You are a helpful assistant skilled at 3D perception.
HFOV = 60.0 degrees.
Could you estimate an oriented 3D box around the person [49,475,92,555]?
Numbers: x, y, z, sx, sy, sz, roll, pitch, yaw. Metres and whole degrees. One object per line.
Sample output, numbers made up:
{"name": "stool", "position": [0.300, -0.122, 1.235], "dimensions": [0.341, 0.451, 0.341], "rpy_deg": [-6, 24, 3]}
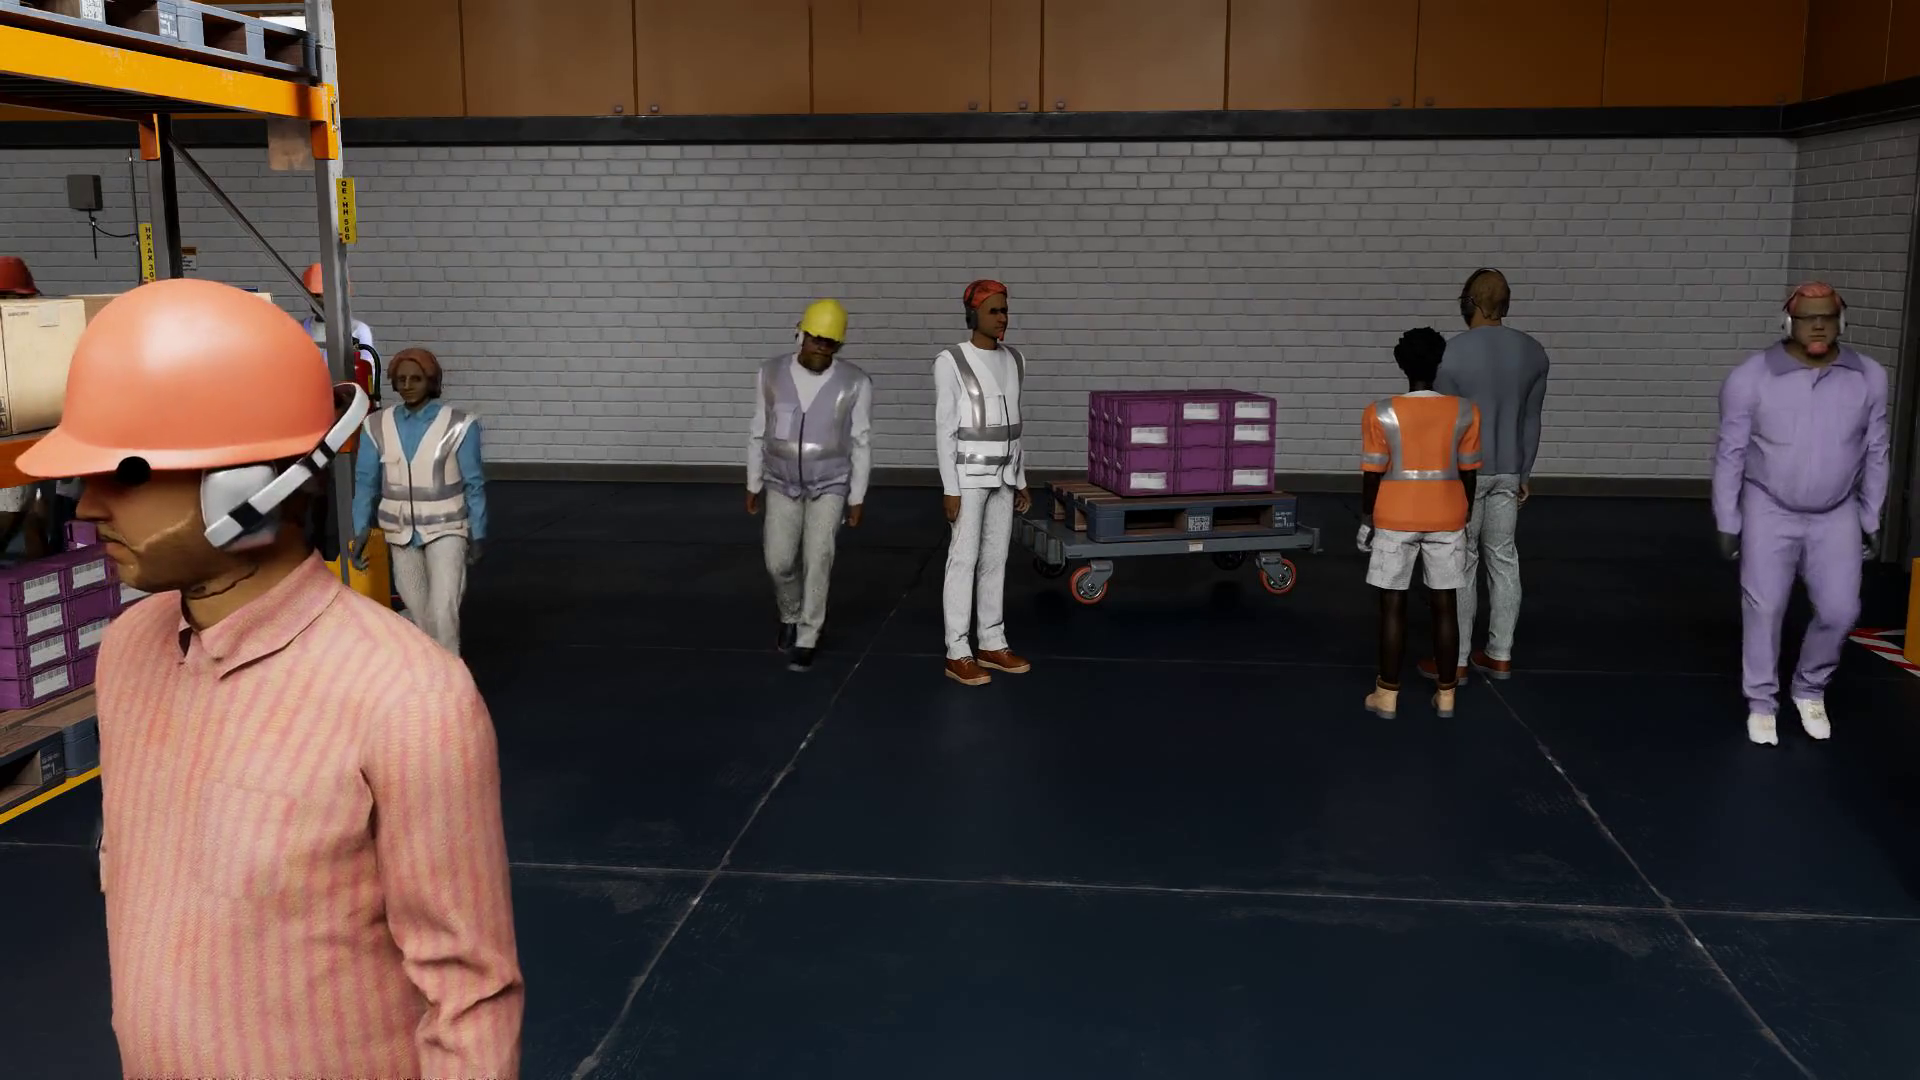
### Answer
{"name": "person", "position": [-5.172, -0.508, 9.846], "dimensions": [0.535, 1.655, 0.862], "rpy_deg": [10, 14, 43]}

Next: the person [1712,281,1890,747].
{"name": "person", "position": [3.394, -0.086, 6.726], "dimensions": [0.665, 1.893, 0.438], "rpy_deg": [2, 10, 13]}

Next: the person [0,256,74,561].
{"name": "person", "position": [-5.109, -0.506, 8.862], "dimensions": [0.617, 2.002, 1.045], "rpy_deg": [4, 11, 21]}

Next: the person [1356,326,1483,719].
{"name": "person", "position": [1.972, -0.066, 7.173], "dimensions": [0.530, 1.695, 0.321], "rpy_deg": [0, 10, 0]}

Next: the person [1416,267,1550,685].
{"name": "person", "position": [2.413, -0.290, 7.763], "dimensions": [0.631, 1.940, 0.372], "rpy_deg": [-4, 11, -20]}

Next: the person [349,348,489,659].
{"name": "person", "position": [-2.273, 0.017, 6.952], "dimensions": [0.528, 1.614, 0.680], "rpy_deg": [1, 10, 5]}

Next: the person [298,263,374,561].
{"name": "person", "position": [-3.994, -0.780, 10.575], "dimensions": [0.545, 1.939, 0.366], "rpy_deg": [0, 10, 0]}

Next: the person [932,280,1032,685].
{"name": "person", "position": [0.117, -0.273, 7.829], "dimensions": [0.355, 1.882, 0.576], "rpy_deg": [9, 13, 41]}

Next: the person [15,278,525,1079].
{"name": "person", "position": [-0.761, 0.709, 1.890], "dimensions": [0.612, 1.991, 0.392], "rpy_deg": [6, 12, 31]}

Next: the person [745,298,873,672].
{"name": "person", "position": [-0.735, -0.262, 8.010], "dimensions": [0.637, 1.794, 0.433], "rpy_deg": [1, 10, 6]}
